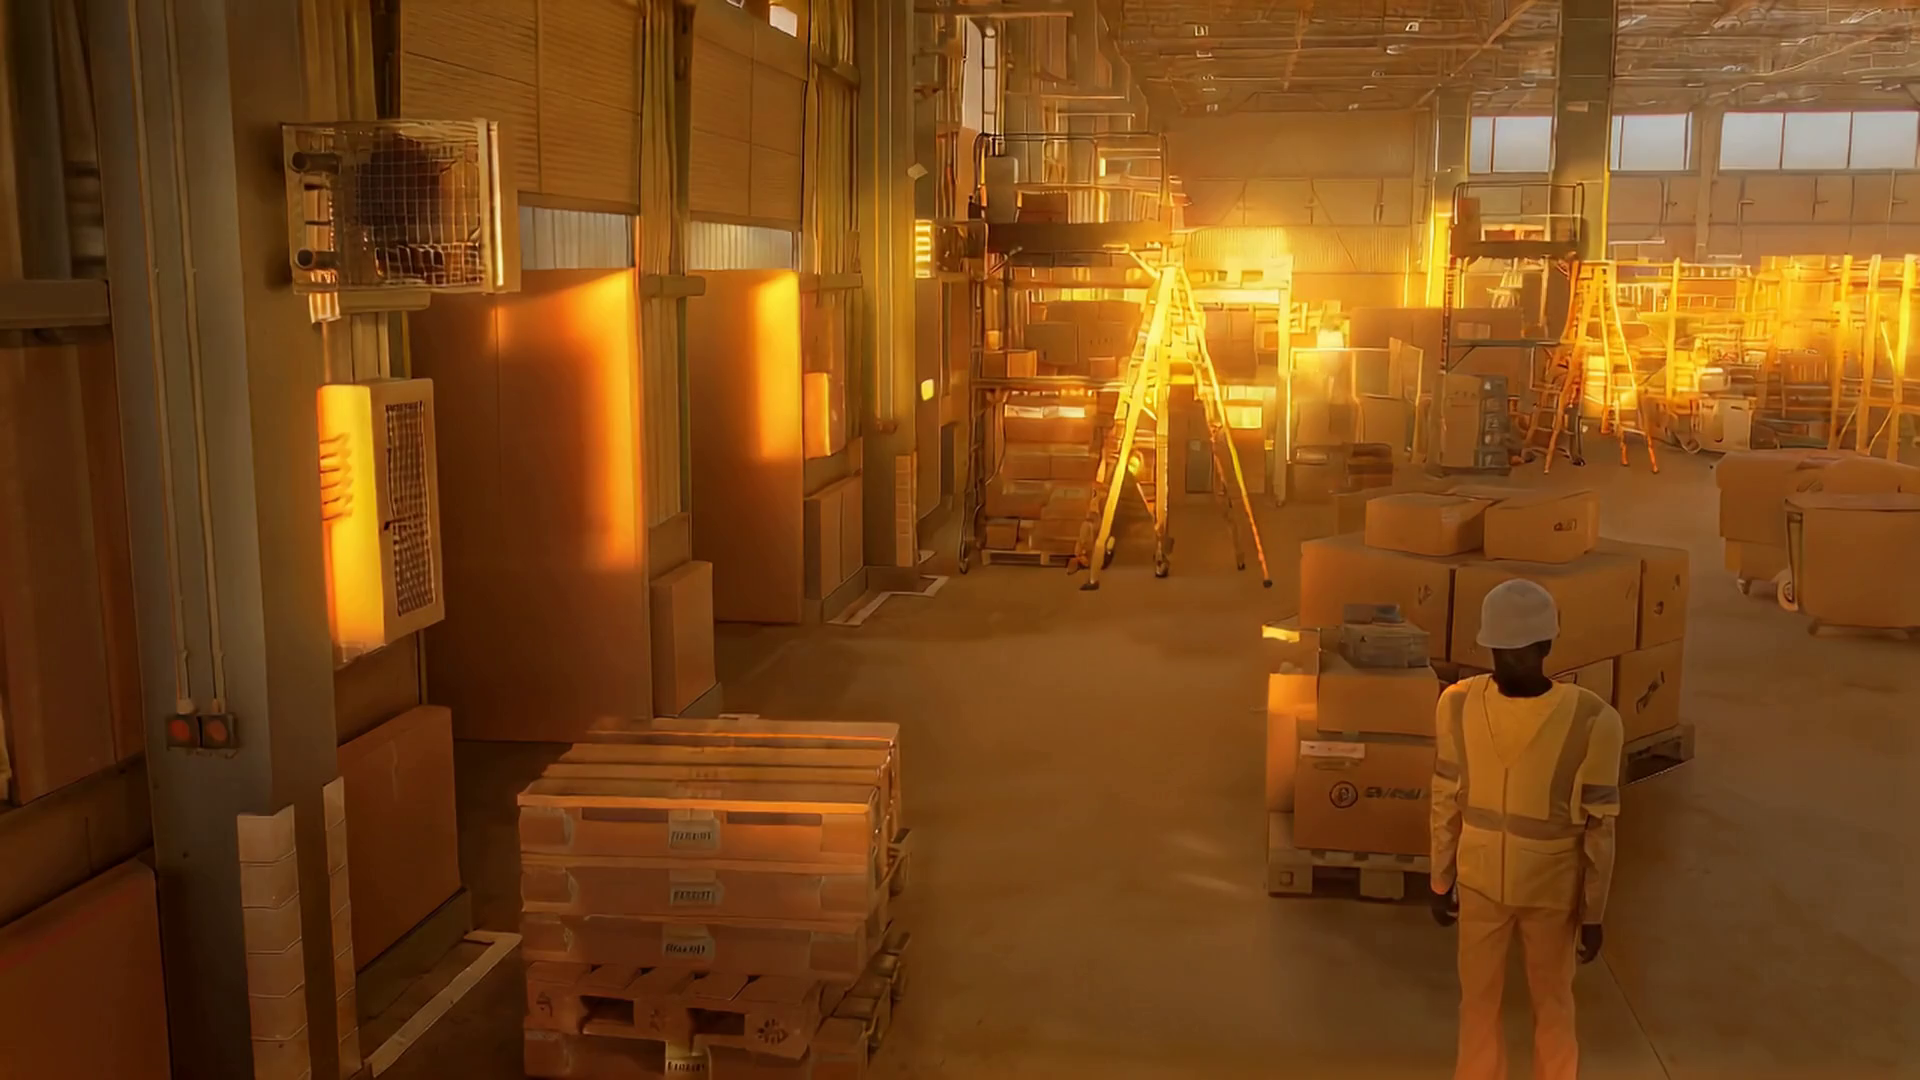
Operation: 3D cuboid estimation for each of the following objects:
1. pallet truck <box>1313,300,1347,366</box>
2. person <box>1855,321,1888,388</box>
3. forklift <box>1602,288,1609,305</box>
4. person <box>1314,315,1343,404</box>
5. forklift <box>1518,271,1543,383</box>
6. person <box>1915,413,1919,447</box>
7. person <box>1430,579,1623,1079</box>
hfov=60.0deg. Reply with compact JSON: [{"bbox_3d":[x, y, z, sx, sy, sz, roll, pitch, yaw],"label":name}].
[{"bbox_3d":[11.159,-6.200,49.718,0.823,1.965,1.885,4,10,26],"label":"pallet truck"},{"bbox_3d":[20.627,-4.218,37.680,0.633,1.938,0.364,8,12,41],"label":"person"},{"bbox_3d":[16.909,-5.777,44.396,1.129,2.768,1.873,-5,10,-28],"label":"forklift"},{"bbox_3d":[7.621,-3.676,34.375,0.575,1.921,0.447,3,10,18],"label":"person"},{"bbox_3d":[14.225,-5.301,41.462,1.873,2.768,1.129,1,9,9],"label":"forklift"},{"bbox_3d":[15.621,-2.344,26.740,0.319,1.739,0.484,9,13,44],"label":"person"},{"bbox_3d":[1.723,1.064,5.170,0.585,1.919,0.397,7,12,38],"label":"person"}]
